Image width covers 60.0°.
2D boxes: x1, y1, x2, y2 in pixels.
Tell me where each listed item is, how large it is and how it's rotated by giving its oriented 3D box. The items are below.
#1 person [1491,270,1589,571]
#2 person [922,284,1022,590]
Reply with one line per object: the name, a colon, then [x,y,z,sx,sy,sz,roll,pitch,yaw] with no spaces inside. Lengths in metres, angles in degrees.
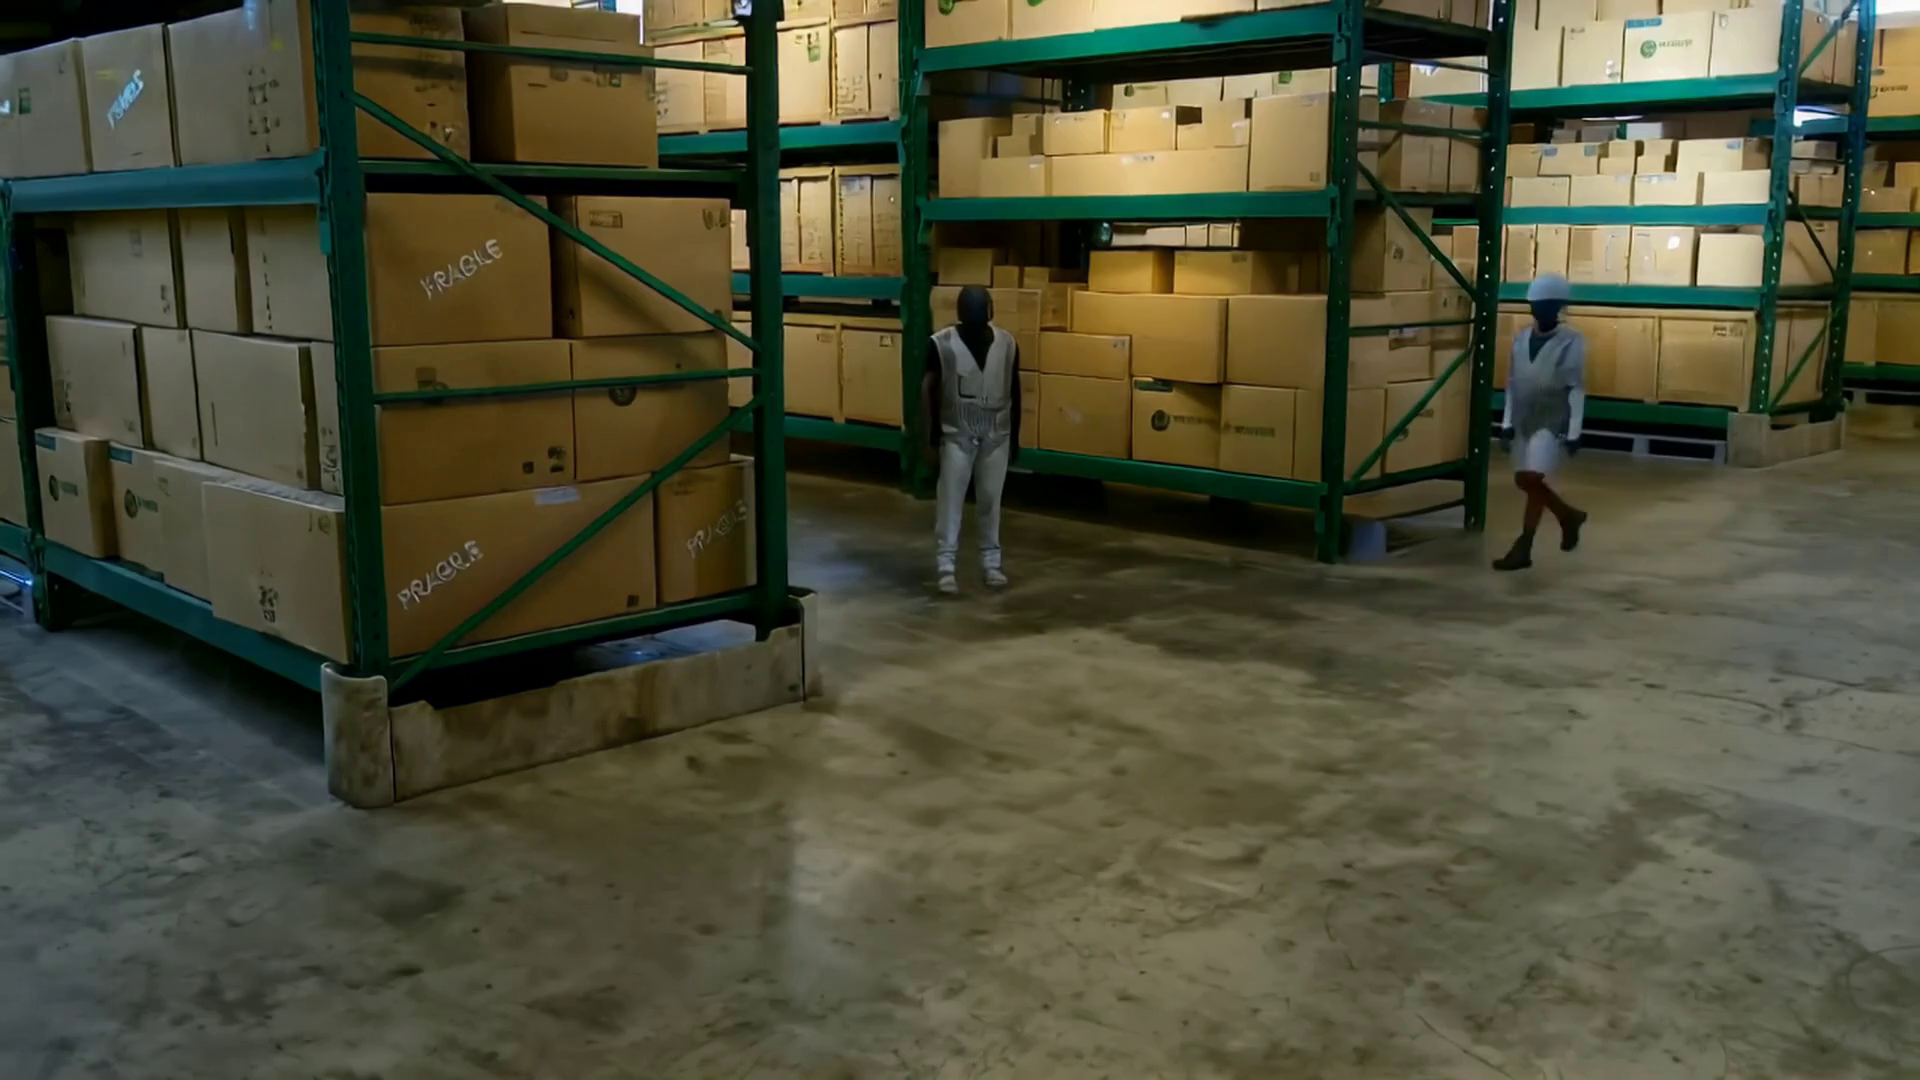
person: [3.787,-0.771,10.700,0.806,1.919,0.552,-5,12,-27]
person: [0.086,-0.616,10.046,0.634,1.841,0.429,-3,11,-17]
